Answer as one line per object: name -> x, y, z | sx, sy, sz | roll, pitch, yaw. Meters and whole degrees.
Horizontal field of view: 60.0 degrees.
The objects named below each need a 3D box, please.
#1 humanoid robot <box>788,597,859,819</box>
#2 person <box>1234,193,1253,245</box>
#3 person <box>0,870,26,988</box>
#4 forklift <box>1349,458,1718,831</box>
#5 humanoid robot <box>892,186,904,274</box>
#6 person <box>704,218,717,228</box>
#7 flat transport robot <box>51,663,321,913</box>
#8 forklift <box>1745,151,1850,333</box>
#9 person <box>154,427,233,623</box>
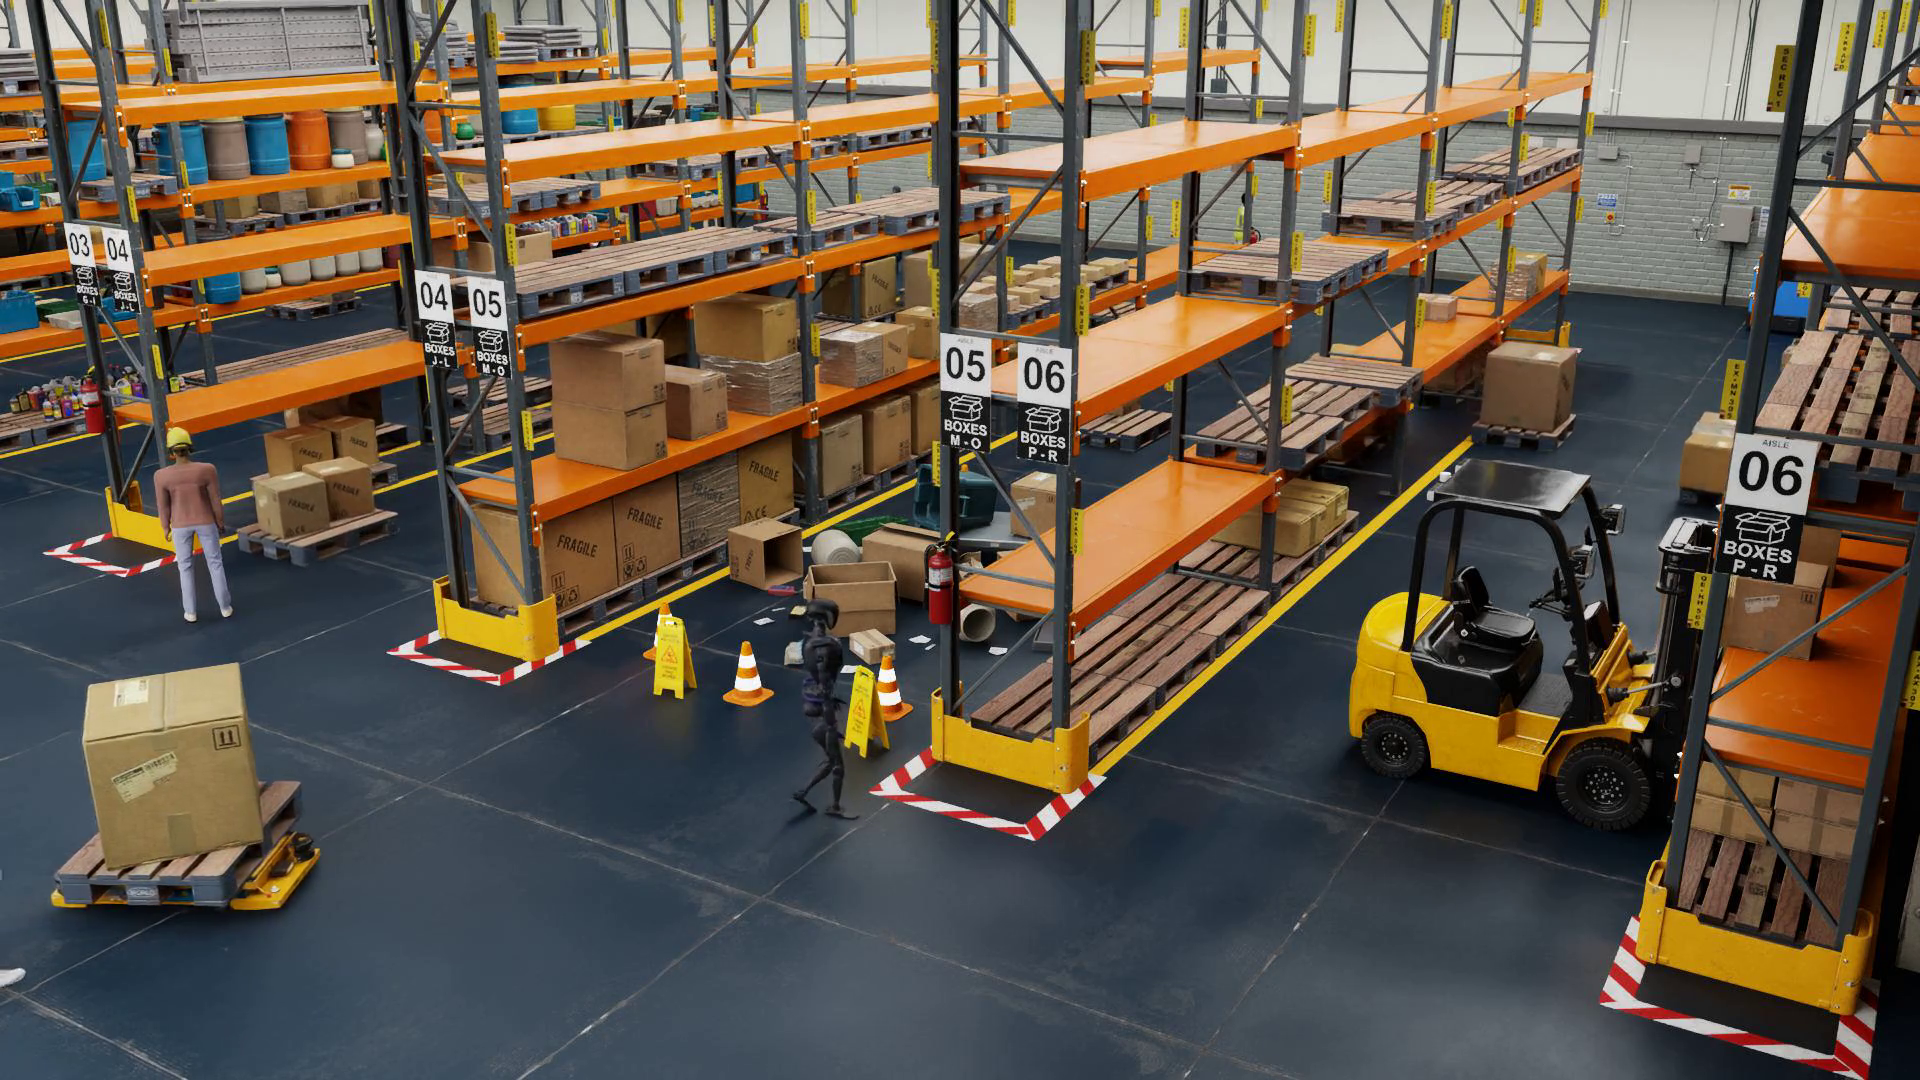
humanoid robot -> -0.940, 1.134, 11.210 | 0.483, 1.631, 0.608 | -2, 19, -6
person -> 5.178, -5.512, 30.380 | 0.319, 1.687, 0.537 | -1, 19, -3
person -> -5.587, 1.678, 9.267 | 0.611, 1.899, 0.475 | 16, 25, 39
forklift -> 3.988, 0.658, 11.776 | 2.313, 2.155, 1.214 | 11, 22, 29
humanoid robot -> -1.179, -5.855, 31.398 | 0.600, 1.653, 0.388 | -11, 22, -28
person -> -5.237, -7.062, 34.864 | 0.491, 1.688, 0.347 | -6, 20, -16
flat transport robot -> -4.897, 2.089, 10.576 | 1.431, 0.231, 0.659 | 0, 19, 1
forklift -> 13.620, -4.667, 26.137 | 1.873, 2.768, 1.129 | 11, 22, 29
person -> -6.799, -0.138, 14.739 | 0.522, 1.760, 0.340 | -8, 21, -23
